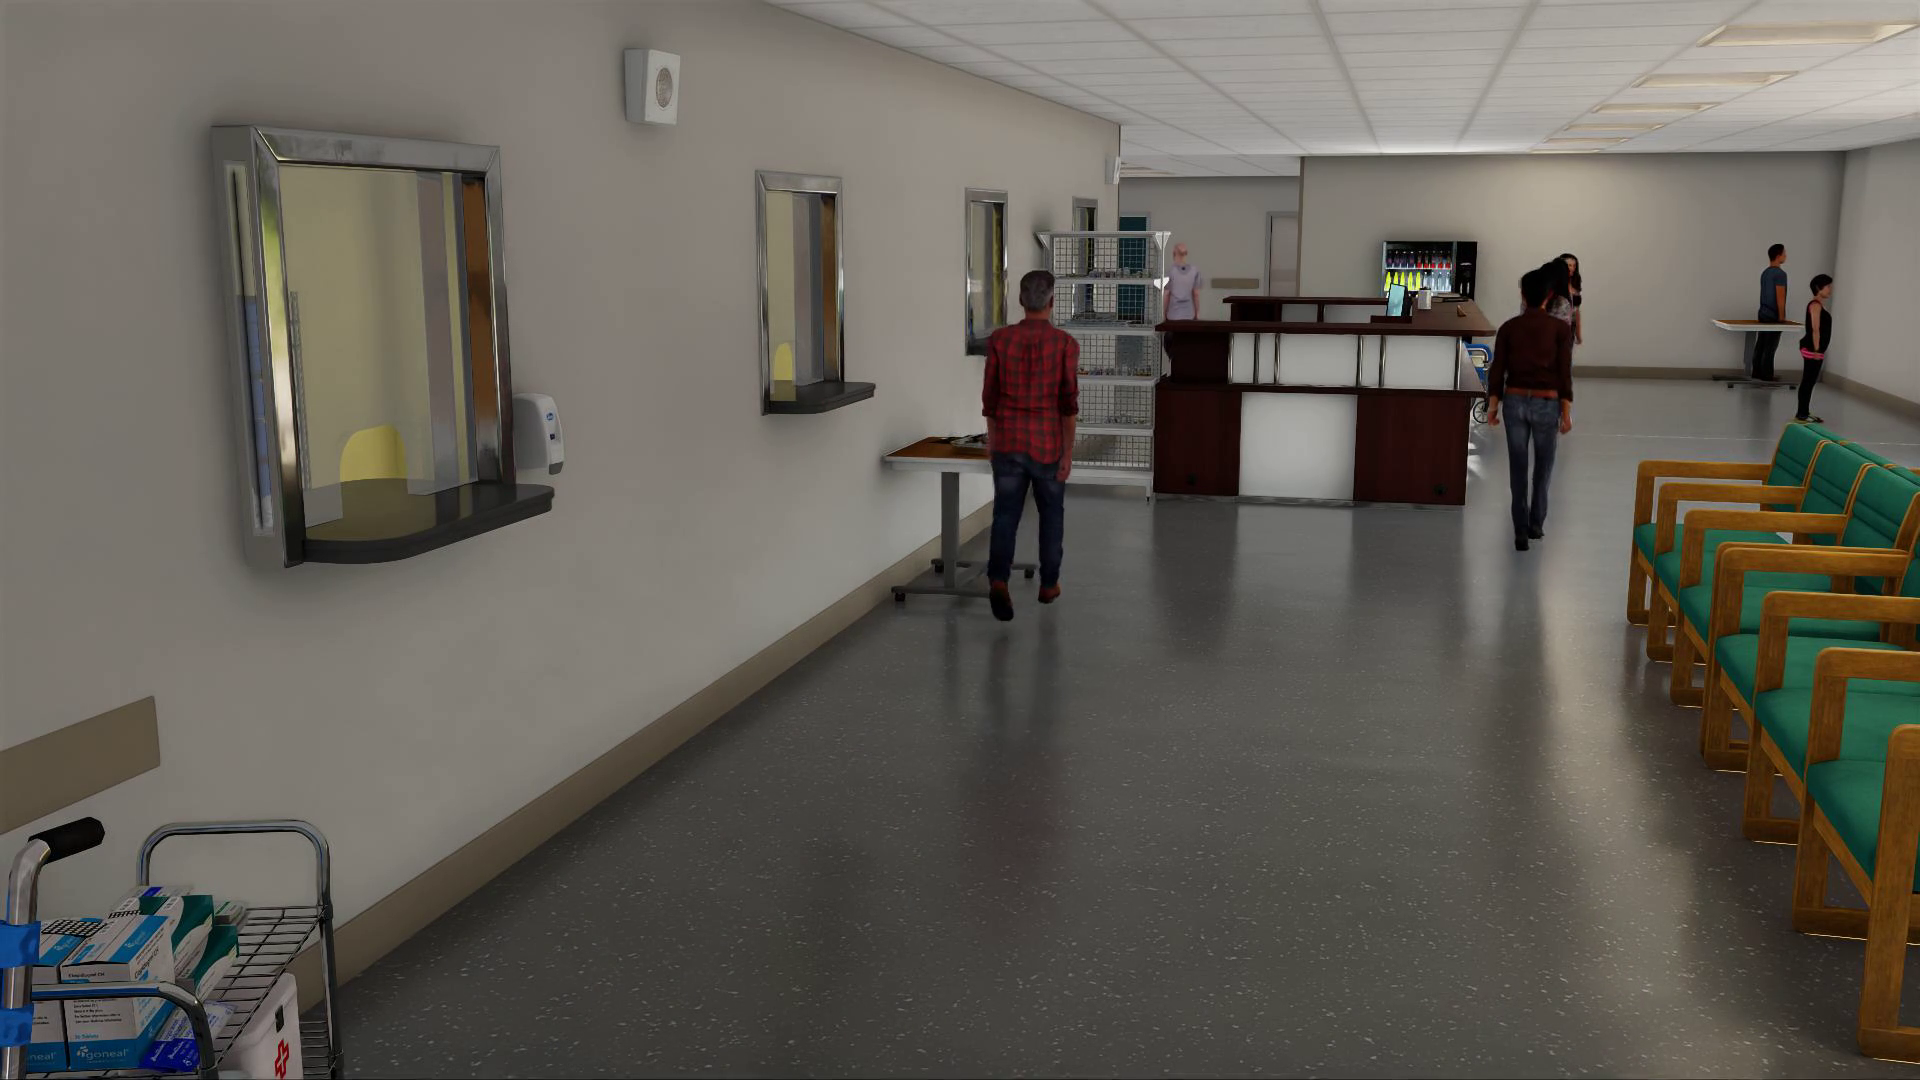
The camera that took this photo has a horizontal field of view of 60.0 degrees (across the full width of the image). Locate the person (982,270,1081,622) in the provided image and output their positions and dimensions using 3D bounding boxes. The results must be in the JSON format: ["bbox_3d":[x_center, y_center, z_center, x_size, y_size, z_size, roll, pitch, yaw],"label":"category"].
[{"bbox_3d":[0.335,-0.466,8.650,1.152,1.796,0.800,2,11,10],"label":"person"}]

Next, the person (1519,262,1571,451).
[{"bbox_3d":[5.104,-1.569,14.690,0.988,1.711,0.752,4,12,22],"label":"person"}]

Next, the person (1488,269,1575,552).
[{"bbox_3d":[3.601,-0.804,10.506,0.668,1.767,0.773,4,11,21],"label":"person"}]

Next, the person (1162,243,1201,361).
[{"bbox_3d":[2.800,-2.818,20.978,0.960,1.820,0.947,-2,11,-11],"label":"person"}]

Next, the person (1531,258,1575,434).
[{"bbox_3d":[5.799,-1.866,16.267,1.121,1.706,0.944,-2,11,-11],"label":"person"}]

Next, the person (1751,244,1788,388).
[{"bbox_3d":[10.449,-2.901,21.443,0.633,1.810,0.704,0,11,1],"label":"person"}]

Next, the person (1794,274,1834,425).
[{"bbox_3d":[8.944,-2.009,17.437,0.551,1.551,0.572,5,12,24],"label":"person"}]
